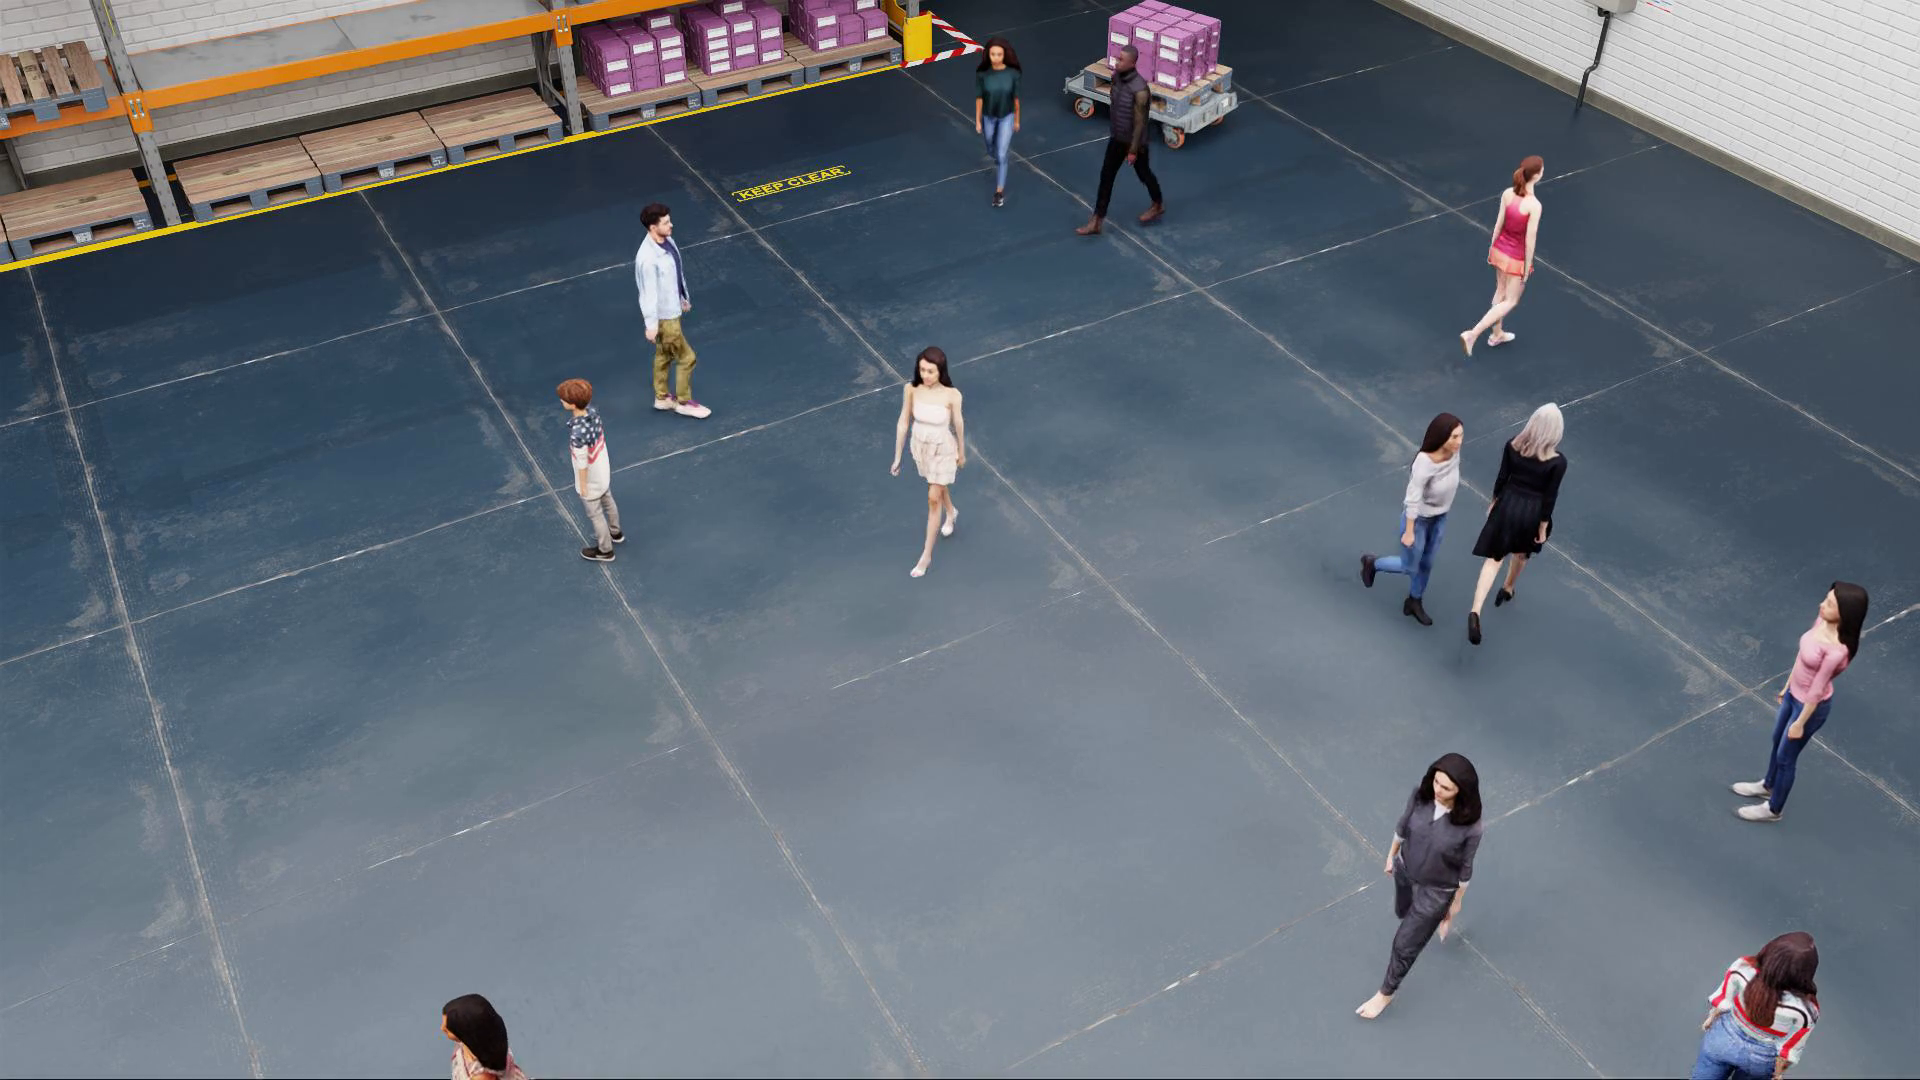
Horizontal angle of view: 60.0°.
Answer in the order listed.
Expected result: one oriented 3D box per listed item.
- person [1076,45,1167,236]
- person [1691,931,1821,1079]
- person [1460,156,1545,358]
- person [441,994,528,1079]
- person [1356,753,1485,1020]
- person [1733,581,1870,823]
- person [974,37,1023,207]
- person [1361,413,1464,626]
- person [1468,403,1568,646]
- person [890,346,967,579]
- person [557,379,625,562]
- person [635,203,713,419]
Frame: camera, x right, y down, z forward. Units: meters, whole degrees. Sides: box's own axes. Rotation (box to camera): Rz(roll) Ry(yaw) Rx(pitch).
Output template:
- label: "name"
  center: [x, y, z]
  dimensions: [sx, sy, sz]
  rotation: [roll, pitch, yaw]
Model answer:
- label: "person"
  center: [1.616, -3.627, 15.122]
  dimensions: [1.207, 1.781, 0.716]
  rotation: [-20, 43, -24]
- label: "person"
  center: [3.606, 2.403, 7.726]
  dimensions: [1.066, 1.589, 0.771]
  rotation: [-32, 48, -33]
- label: "person"
  center: [4.396, -2.259, 13.445]
  dimensions: [0.963, 1.738, 0.561]
  rotation: [-21, 43, -24]
- label: "person"
  center: [-1.970, 2.563, 7.509]
  dimensions: [1.044, 1.611, 0.761]
  rotation: [-12, 40, -15]
- label: "person"
  center: [2.441, 1.695, 8.497]
  dimensions: [1.066, 1.734, 0.678]
  rotation: [-25, 45, -28]
- label: "person"
  center: [4.808, 0.921, 9.458]
  dimensions: [0.682, 1.743, 0.623]
  rotation: [9, 40, 12]
- label: "person"
  center: [0.377, -4.024, 15.774]
  dimensions: [1.031, 1.588, 1.027]
  rotation: [2, 39, 3]
- label: "person"
  center: [2.978, -0.165, 10.916]
  dimensions: [0.803, 1.621, 0.742]
  rotation: [-27, 46, -29]
- label: "person"
  center: [3.579, -0.078, 10.736]
  dimensions: [0.886, 1.708, 1.191]
  rotation: [25, 45, 28]
- label: "person"
  center: [-0.137, -0.628, 11.437]
  dimensions: [0.949, 1.695, 1.097]
  rotation: [16, 41, 19]
- label: "person"
  center: [-2.541, -0.505, 11.487]
  dimensions: [0.629, 1.439, 0.578]
  rotation: [7, 39, 9]
- label: "person"
  center: [-2.346, -1.747, 12.755]
  dimensions: [0.924, 1.798, 0.875]
  rotation: [4, 39, 5]
